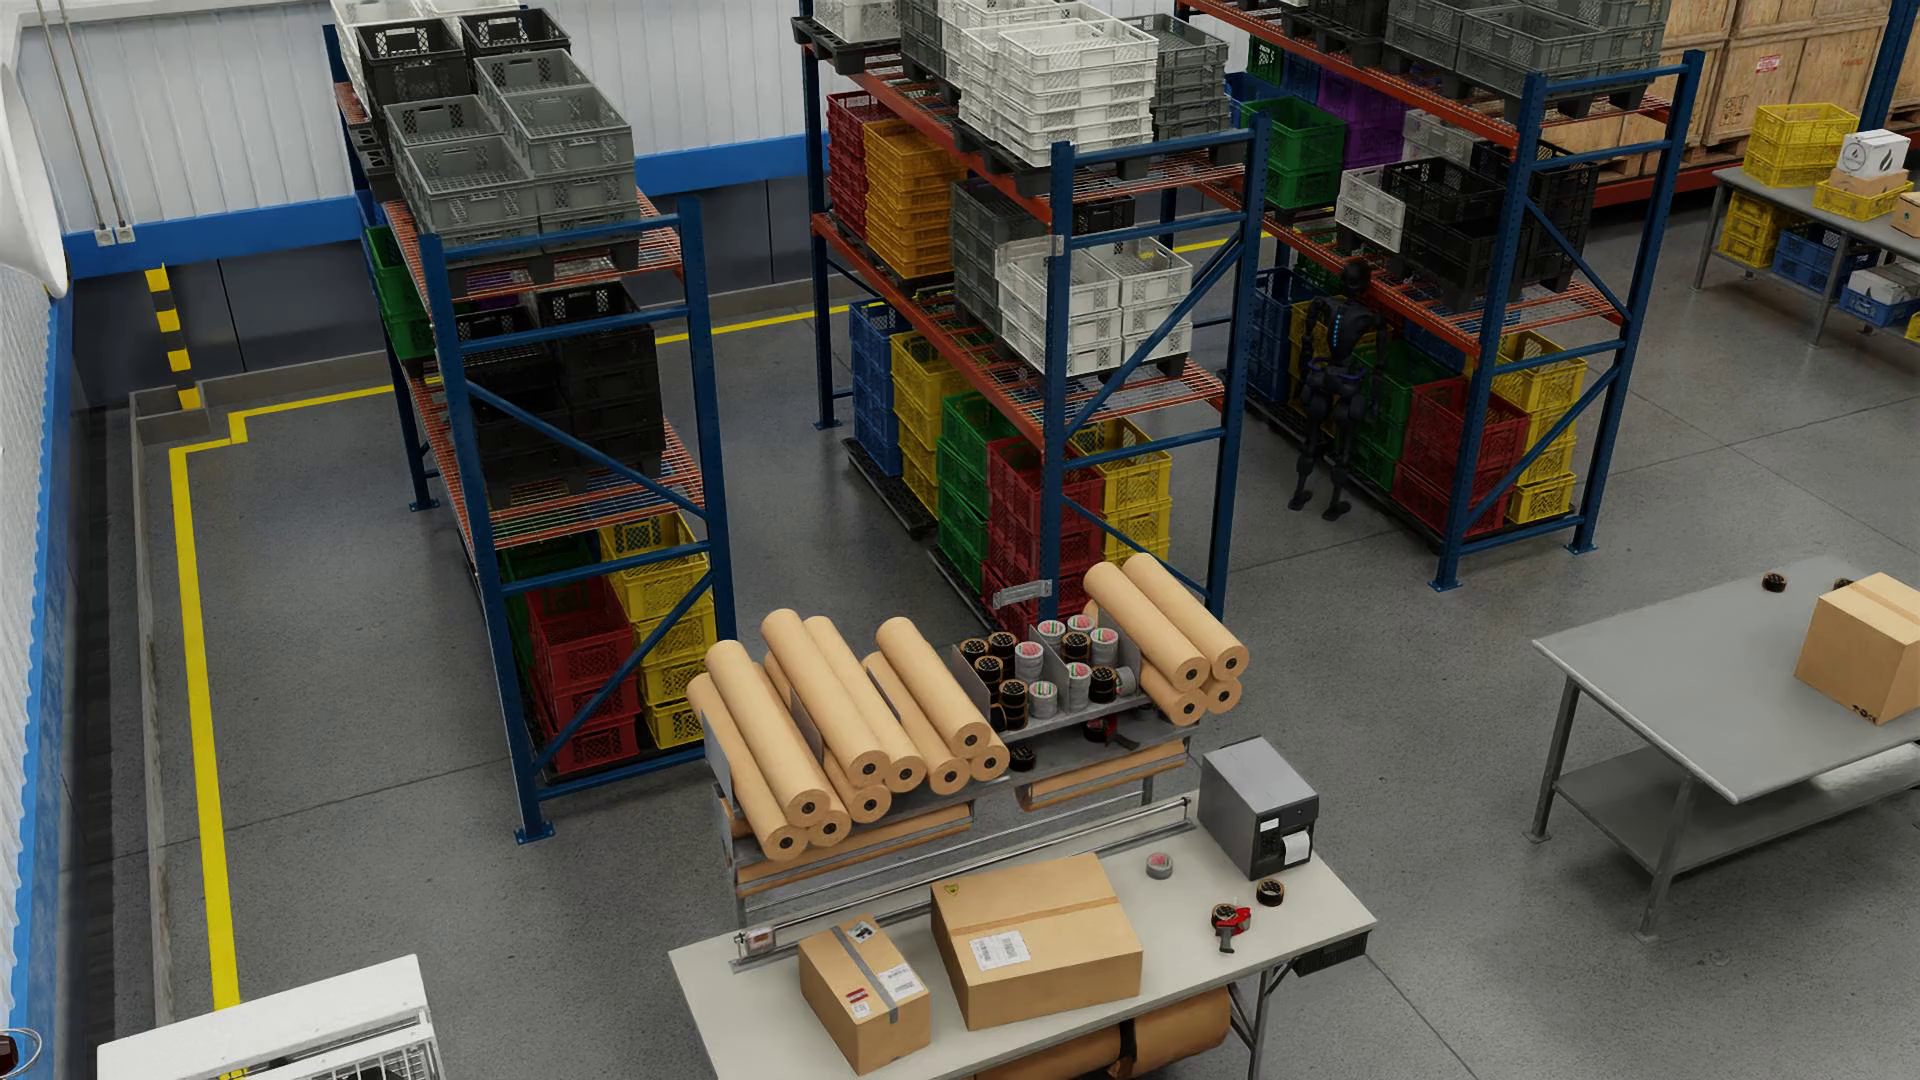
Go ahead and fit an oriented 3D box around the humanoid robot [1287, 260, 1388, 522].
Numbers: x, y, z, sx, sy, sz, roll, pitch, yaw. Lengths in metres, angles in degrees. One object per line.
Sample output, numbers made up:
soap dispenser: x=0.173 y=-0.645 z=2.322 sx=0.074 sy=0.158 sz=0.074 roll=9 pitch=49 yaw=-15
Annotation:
humanoid robot: x=2.290 y=-0.920 z=10.121 sx=0.579 sy=1.655 sz=0.333 roll=21 pitch=37 yaw=30
